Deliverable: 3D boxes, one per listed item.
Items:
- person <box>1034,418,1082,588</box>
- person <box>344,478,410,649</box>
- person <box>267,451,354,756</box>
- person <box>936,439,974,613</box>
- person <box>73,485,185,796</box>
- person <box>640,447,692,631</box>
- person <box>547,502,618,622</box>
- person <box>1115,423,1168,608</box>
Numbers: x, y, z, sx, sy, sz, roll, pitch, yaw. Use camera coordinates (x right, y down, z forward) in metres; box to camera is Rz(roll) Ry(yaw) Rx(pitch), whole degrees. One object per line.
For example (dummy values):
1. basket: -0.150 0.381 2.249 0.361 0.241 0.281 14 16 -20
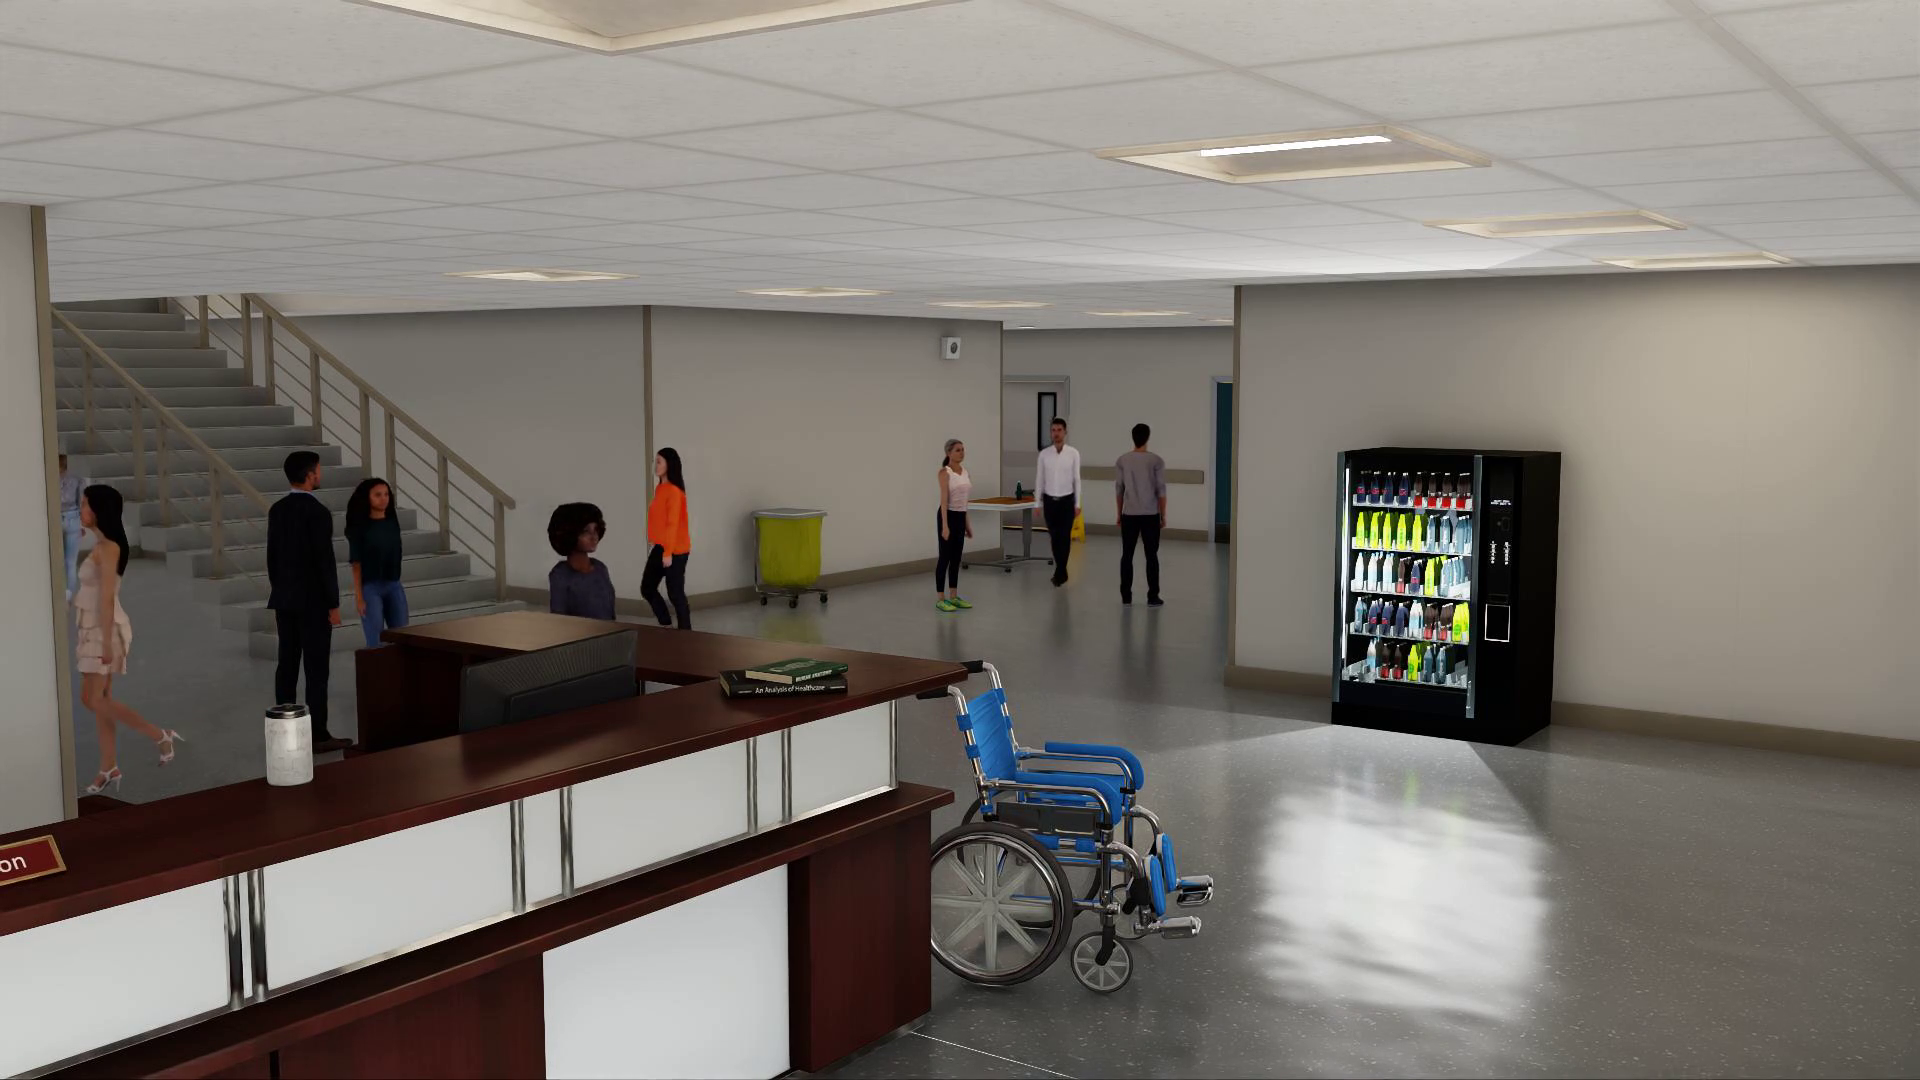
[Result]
1. person: 1.102 -0.392 18.213 1.166 1.828 0.959 2 6 15
2. person: -4.151 0.371 11.744 0.642 1.605 0.620 5 8 41
3. person: -4.085 0.380 10.357 0.581 1.866 0.749 2 6 23
4. person: -0.080 -0.159 16.531 0.517 1.702 0.589 4 7 36
5. person: -4.677 0.560 9.276 0.817 1.724 0.804 -3 6 -25
6. person: -2.300 0.113 13.655 0.770 1.737 0.659 -4 7 -34
7. person: -1.968 0.667 8.418 1.112 1.683 0.743 2 6 22
8. person: 1.818 -0.256 16.793 0.578 1.843 0.780 2 6 17
